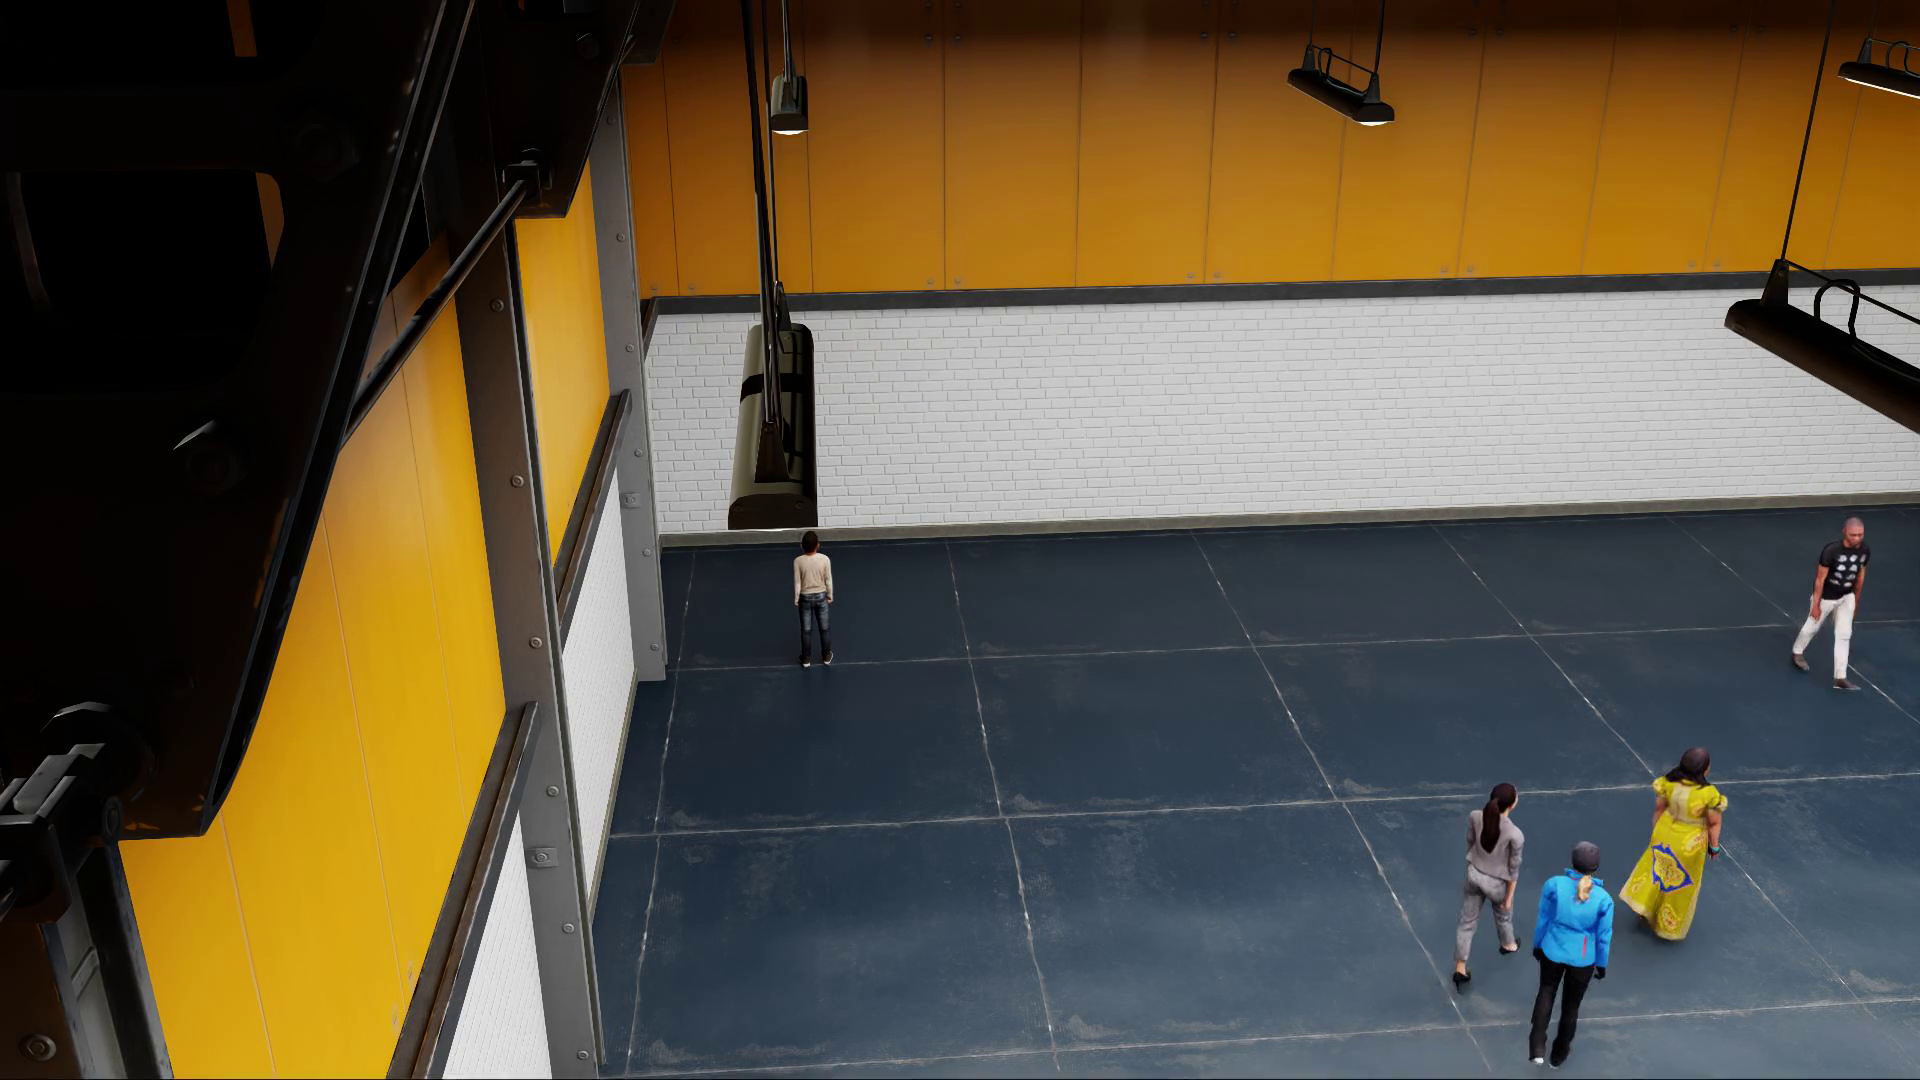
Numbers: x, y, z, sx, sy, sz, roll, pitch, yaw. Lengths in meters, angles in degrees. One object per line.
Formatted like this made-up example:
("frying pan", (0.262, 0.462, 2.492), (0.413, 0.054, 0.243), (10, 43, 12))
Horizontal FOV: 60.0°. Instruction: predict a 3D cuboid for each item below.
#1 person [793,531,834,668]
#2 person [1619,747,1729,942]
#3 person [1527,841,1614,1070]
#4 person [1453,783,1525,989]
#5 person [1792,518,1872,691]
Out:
("person", (-1.489, 0.591, 16.869), (0.569, 1.465, 0.532), (-5, 24, -10))
("person", (5.446, 2.338, 12.645), (1.029, 1.647, 0.951), (-19, 30, -37))
("person", (4.078, 2.865, 11.257), (0.863, 1.794, 0.929), (18, 29, 35))
("person", (3.804, 2.558, 12.150), (1.056, 1.641, 1.048), (-21, 31, -40))
("person", (8.653, 0.565, 16.580), (0.683, 1.745, 1.175), (-2, 24, -4))
